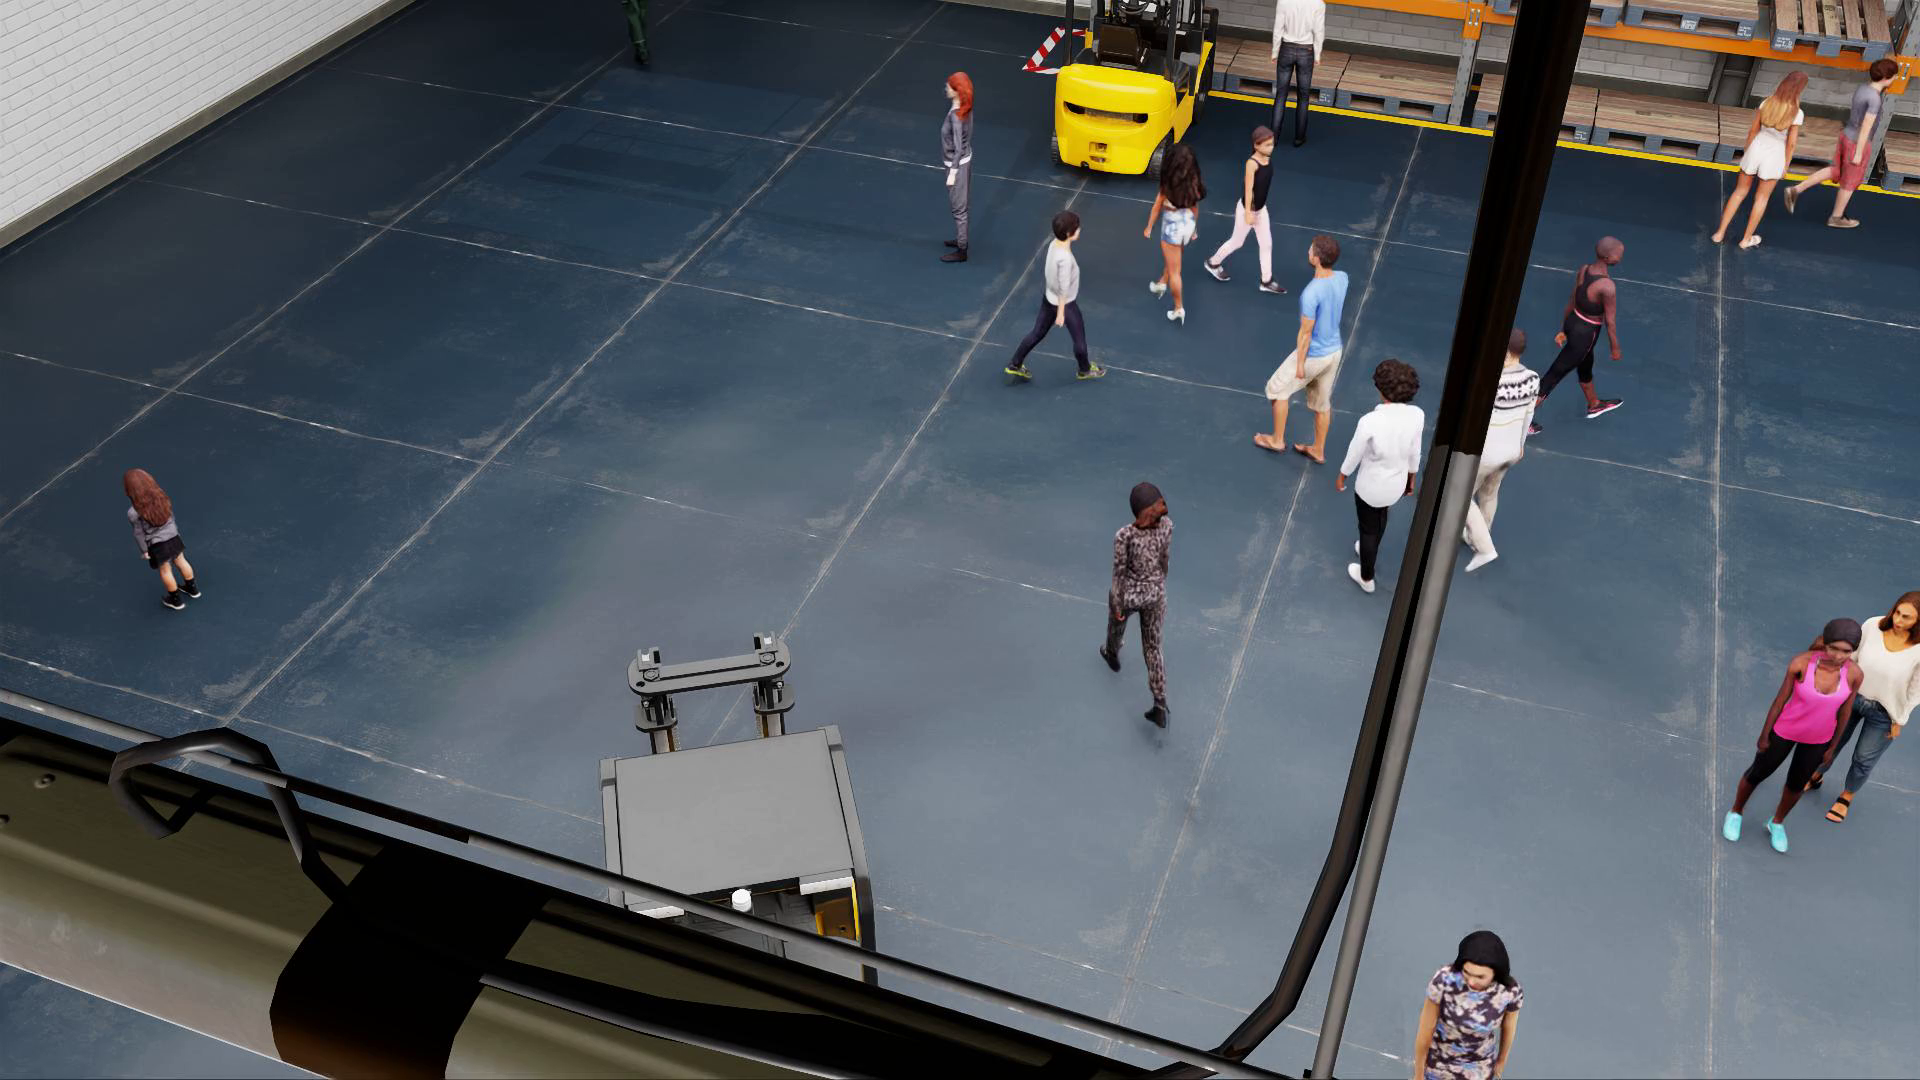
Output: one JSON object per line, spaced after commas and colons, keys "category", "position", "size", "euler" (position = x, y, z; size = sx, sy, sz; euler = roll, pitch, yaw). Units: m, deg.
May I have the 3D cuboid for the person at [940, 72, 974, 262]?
{"category": "person", "position": [-0.017, -3.359, 14.950], "size": [0.580, 1.782, 0.621], "euler": [4, 39, 5]}

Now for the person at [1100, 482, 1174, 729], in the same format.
{"category": "person", "position": [1.157, 0.411, 10.318], "size": [1.144, 1.672, 1.107], "euler": [-11, 40, -14]}

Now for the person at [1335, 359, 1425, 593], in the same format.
{"category": "person", "position": [2.872, -0.371, 11.196], "size": [0.834, 1.798, 0.897], "euler": [-9, 40, -11]}

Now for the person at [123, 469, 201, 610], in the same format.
{"category": "person", "position": [-5.443, -0.021, 11.311], "size": [0.449, 1.107, 0.472], "euler": [15, 41, 18]}

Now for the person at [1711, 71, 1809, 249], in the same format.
{"category": "person", "position": [7.311, -3.466, 15.146], "size": [0.811, 1.704, 0.754], "euler": [-31, 48, -33]}

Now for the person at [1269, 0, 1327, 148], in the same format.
{"category": "person", "position": [3.398, -4.885, 16.789], "size": [0.497, 1.871, 0.738], "euler": [9, 40, 12]}

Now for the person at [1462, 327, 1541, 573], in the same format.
{"category": "person", "position": [3.701, -0.567, 11.416], "size": [0.961, 1.830, 1.022], "euler": [-17, 42, -20]}

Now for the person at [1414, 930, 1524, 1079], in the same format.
{"category": "person", "position": [2.333, 2.360, 7.847], "size": [0.716, 1.710, 0.711], "euler": [8, 39, 10]}

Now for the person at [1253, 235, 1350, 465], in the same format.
{"category": "person", "position": [2.727, -1.358, 12.395], "size": [0.866, 1.844, 0.945], "euler": [-27, 46, -30]}

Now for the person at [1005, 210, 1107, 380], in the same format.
{"category": "person", "position": [0.714, -1.909, 13.346], "size": [1.123, 1.518, 0.951], "euler": [-9, 40, -11]}

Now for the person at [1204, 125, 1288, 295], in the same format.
{"category": "person", "position": [2.493, -2.912, 14.588], "size": [1.089, 1.535, 0.756], "euler": [26, 45, 28]}

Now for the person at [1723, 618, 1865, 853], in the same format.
{"category": "person", "position": [4.761, 1.087, 9.432], "size": [0.474, 1.721, 0.604], "euler": [12, 40, 15]}

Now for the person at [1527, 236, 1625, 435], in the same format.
{"category": "person", "position": [4.617, -1.493, 12.674], "size": [1.267, 1.706, 1.012], "euler": [-7, 39, -9]}

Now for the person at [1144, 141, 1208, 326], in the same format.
{"category": "person", "position": [1.875, -2.554, 14.087], "size": [0.836, 1.602, 0.942], "euler": [-23, 44, -26]}

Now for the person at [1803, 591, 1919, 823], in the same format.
{"category": "person", "position": [5.287, 0.943, 9.643], "size": [0.767, 1.682, 0.665], "euler": [-24, 45, -27]}

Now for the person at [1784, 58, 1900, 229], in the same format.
{"category": "person", "position": [8.223, -3.677, 15.466], "size": [1.011, 1.635, 0.705], "euler": [5, 39, 7]}
